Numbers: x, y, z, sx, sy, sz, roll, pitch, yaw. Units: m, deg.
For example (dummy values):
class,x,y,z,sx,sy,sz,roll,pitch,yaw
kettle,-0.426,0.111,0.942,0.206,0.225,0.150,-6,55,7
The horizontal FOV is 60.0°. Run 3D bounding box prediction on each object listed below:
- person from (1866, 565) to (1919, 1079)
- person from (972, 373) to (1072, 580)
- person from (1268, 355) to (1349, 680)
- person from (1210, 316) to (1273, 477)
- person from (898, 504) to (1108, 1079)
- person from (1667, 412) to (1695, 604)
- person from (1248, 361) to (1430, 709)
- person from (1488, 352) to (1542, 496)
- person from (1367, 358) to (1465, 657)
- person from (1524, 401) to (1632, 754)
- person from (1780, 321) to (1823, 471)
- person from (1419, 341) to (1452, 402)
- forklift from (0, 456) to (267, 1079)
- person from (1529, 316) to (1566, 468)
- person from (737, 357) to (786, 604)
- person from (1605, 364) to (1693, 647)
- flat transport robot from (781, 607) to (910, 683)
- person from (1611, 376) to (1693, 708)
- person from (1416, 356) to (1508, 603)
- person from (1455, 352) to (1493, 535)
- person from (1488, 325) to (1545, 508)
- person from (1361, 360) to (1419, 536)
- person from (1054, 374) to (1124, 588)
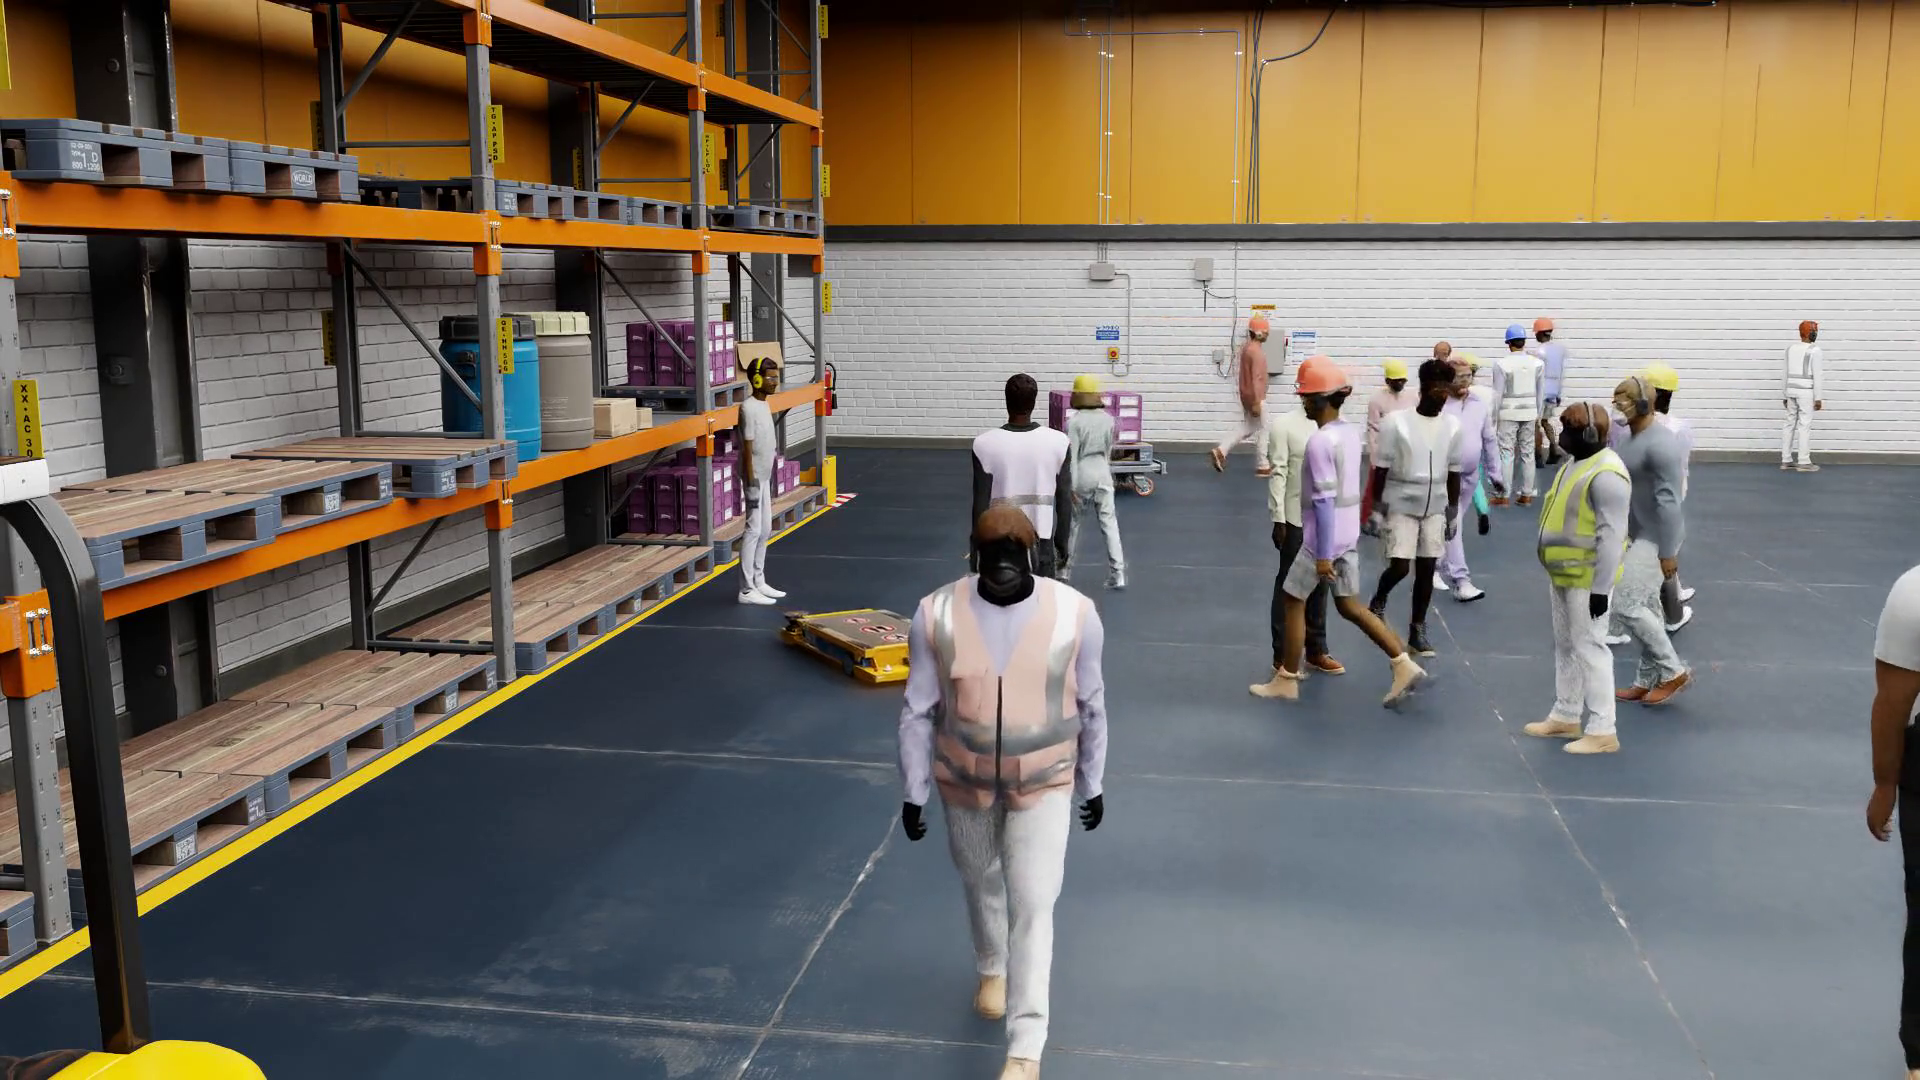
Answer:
class,x,y,z,sx,sy,sz,roll,pitch,yaw
person,3.102,0.692,4.979,0.705,2.000,0.694,4,10,21
person,0.355,0.002,9.611,0.587,1.920,0.391,-1,9,-8
person,2.163,-0.142,10.262,0.611,1.995,0.375,-5,11,-29
person,3.496,-1.734,20.165,0.802,1.968,0.622,-1,9,-8
person,0.131,0.770,5.283,0.648,1.789,0.979,1,9,8
person,5.070,-0.264,12.195,0.807,1.597,0.541,-5,11,-29
person,2.192,-0.015,9.495,0.980,2.008,0.613,6,11,33
person,6.210,-1.310,18.657,0.526,1.593,0.799,-7,11,-36
person,2.953,-0.210,10.850,0.647,1.942,0.611,-2,9,-14
person,3.239,0.191,8.699,0.429,1.844,0.634,0,9,2
person,10.557,-1.802,20.847,0.358,1.883,0.572,-3,10,-18
person,5.947,-1.641,20.607,0.522,1.638,0.310,3,10,20
forklift,-2.328,0.975,2.765,2.313,2.155,1.214,1,9,9
person,7.378,-1.861,21.068,0.578,1.926,0.402,-4,10,-24
person,-1.515,-0.447,12.571,0.322,1.861,0.517,2,9,11
person,4.665,-0.241,11.237,0.592,1.883,0.958,8,13,42
flat transport robot,-0.571,0.649,10.686,0.652,0.197,1.431,-5,11,-29
person,3.911,0.023,9.520,0.452,1.917,0.639,1,9,7
person,3.809,-0.474,12.740,0.651,1.852,0.984,-3,10,-20
person,4.711,-0.873,15.487,0.545,1.751,0.533,-1,9,-9
person,5.869,-1.301,17.593,0.604,1.937,0.403,-2,9,-13
person,4.011,-0.832,15.437,0.553,1.687,0.935,-2,9,-11
person,1.040,-0.474,13.245,0.486,1.692,0.930,-5,10,-26
